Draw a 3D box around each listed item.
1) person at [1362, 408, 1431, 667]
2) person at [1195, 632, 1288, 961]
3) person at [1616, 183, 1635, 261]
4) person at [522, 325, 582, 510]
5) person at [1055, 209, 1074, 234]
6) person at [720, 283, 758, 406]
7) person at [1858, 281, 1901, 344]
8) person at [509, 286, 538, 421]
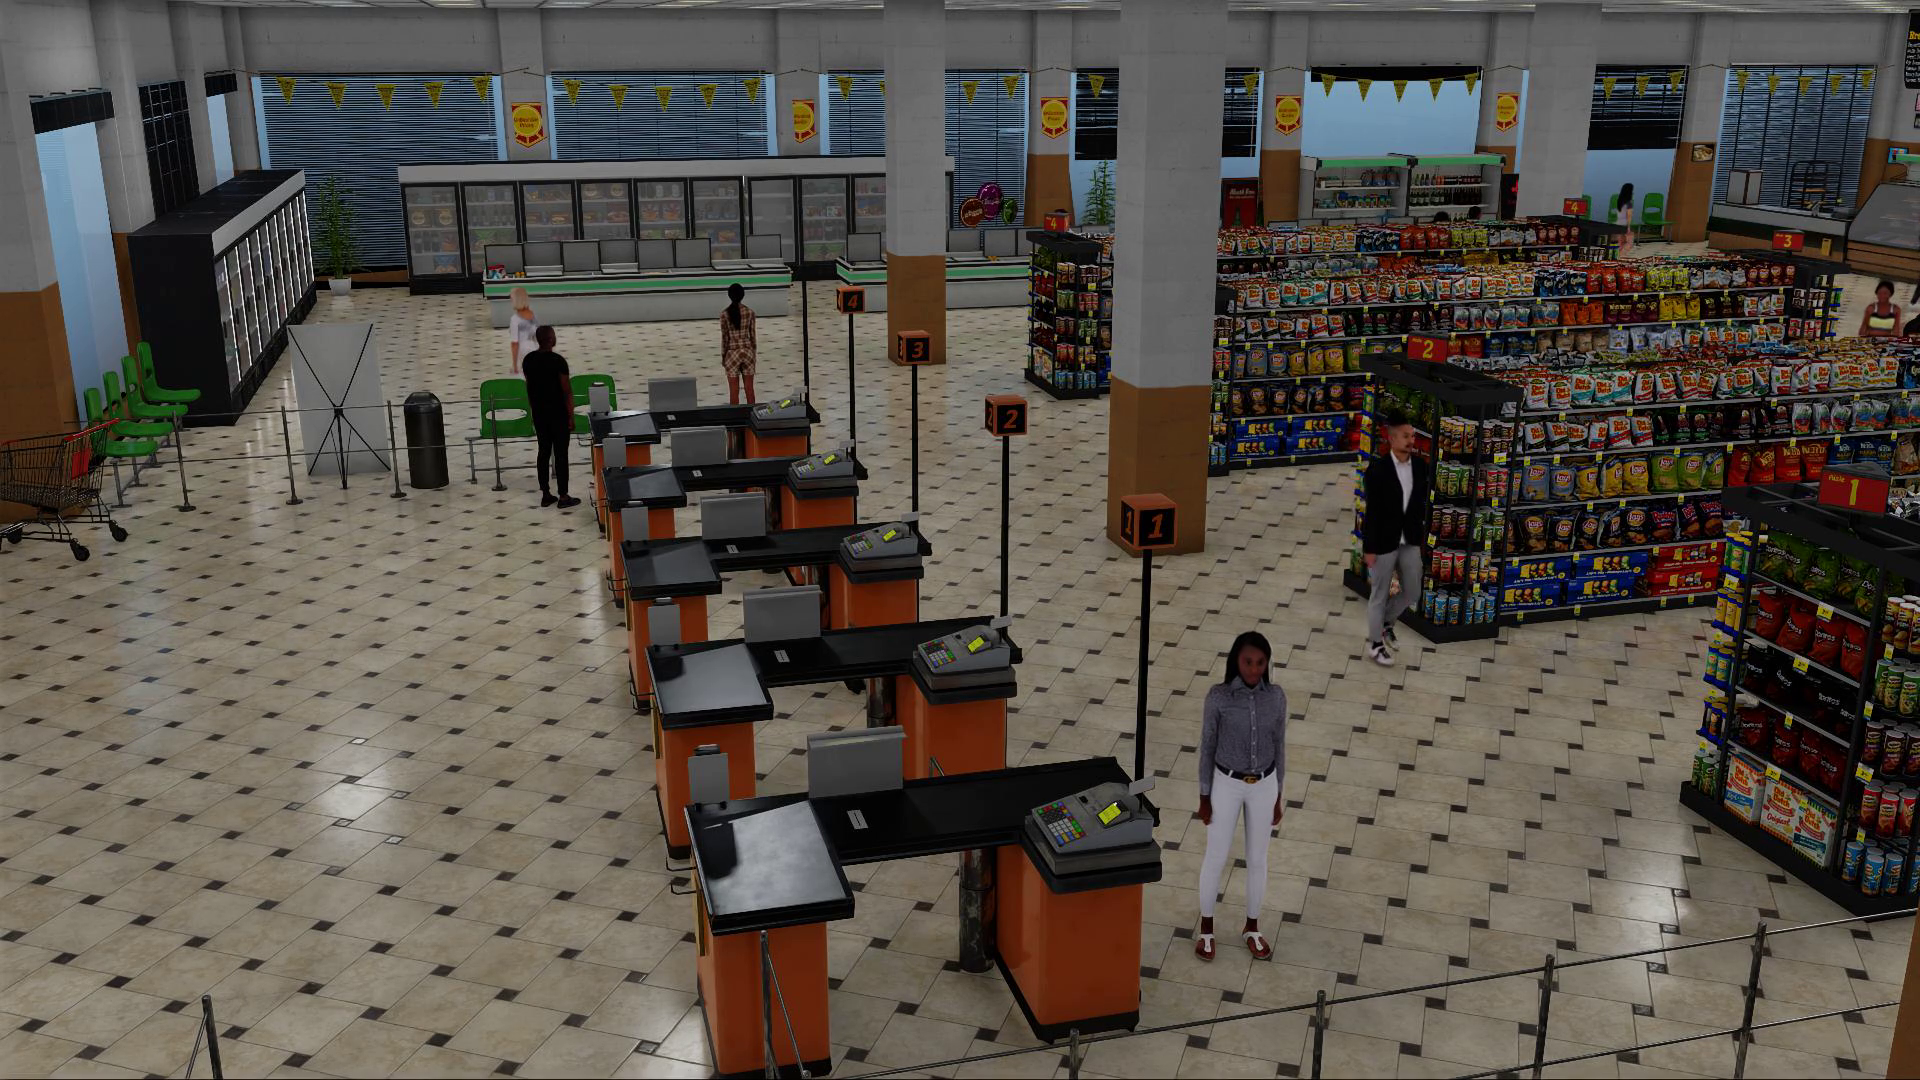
[{"bbox_3d":[3.147,-0.040,12.351,0.627,1.941,0.755,-5,18,-16],"label":"person"},{"bbox_3d":[1.420,1.277,8.383,0.530,1.725,0.695,-1,17,-2],"label":"person"},{"bbox_3d":[13.237,-6.277,33.306,0.642,1.699,0.629,-3,17,-10],"label":"person"},{"bbox_3d":[-4.051,-1.223,16.454,0.709,1.820,0.810,6,18,20],"label":"person"},{"bbox_3d":[1.649,-4.448,27.025,0.651,1.850,0.705,-10,20,-30],"label":"person"},{"bbox_3d":[-2.567,-2.100,19.386,0.504,1.795,0.655,-6,18,-19],"label":"person"},{"bbox_3d":[10.979,-2.235,19.926,0.724,1.740,0.783,10,19,29],"label":"person"},{"bbox_3d":[-5.048,-2.089,19.438,0.820,1.744,0.761,10,20,30],"label":"person"}]
